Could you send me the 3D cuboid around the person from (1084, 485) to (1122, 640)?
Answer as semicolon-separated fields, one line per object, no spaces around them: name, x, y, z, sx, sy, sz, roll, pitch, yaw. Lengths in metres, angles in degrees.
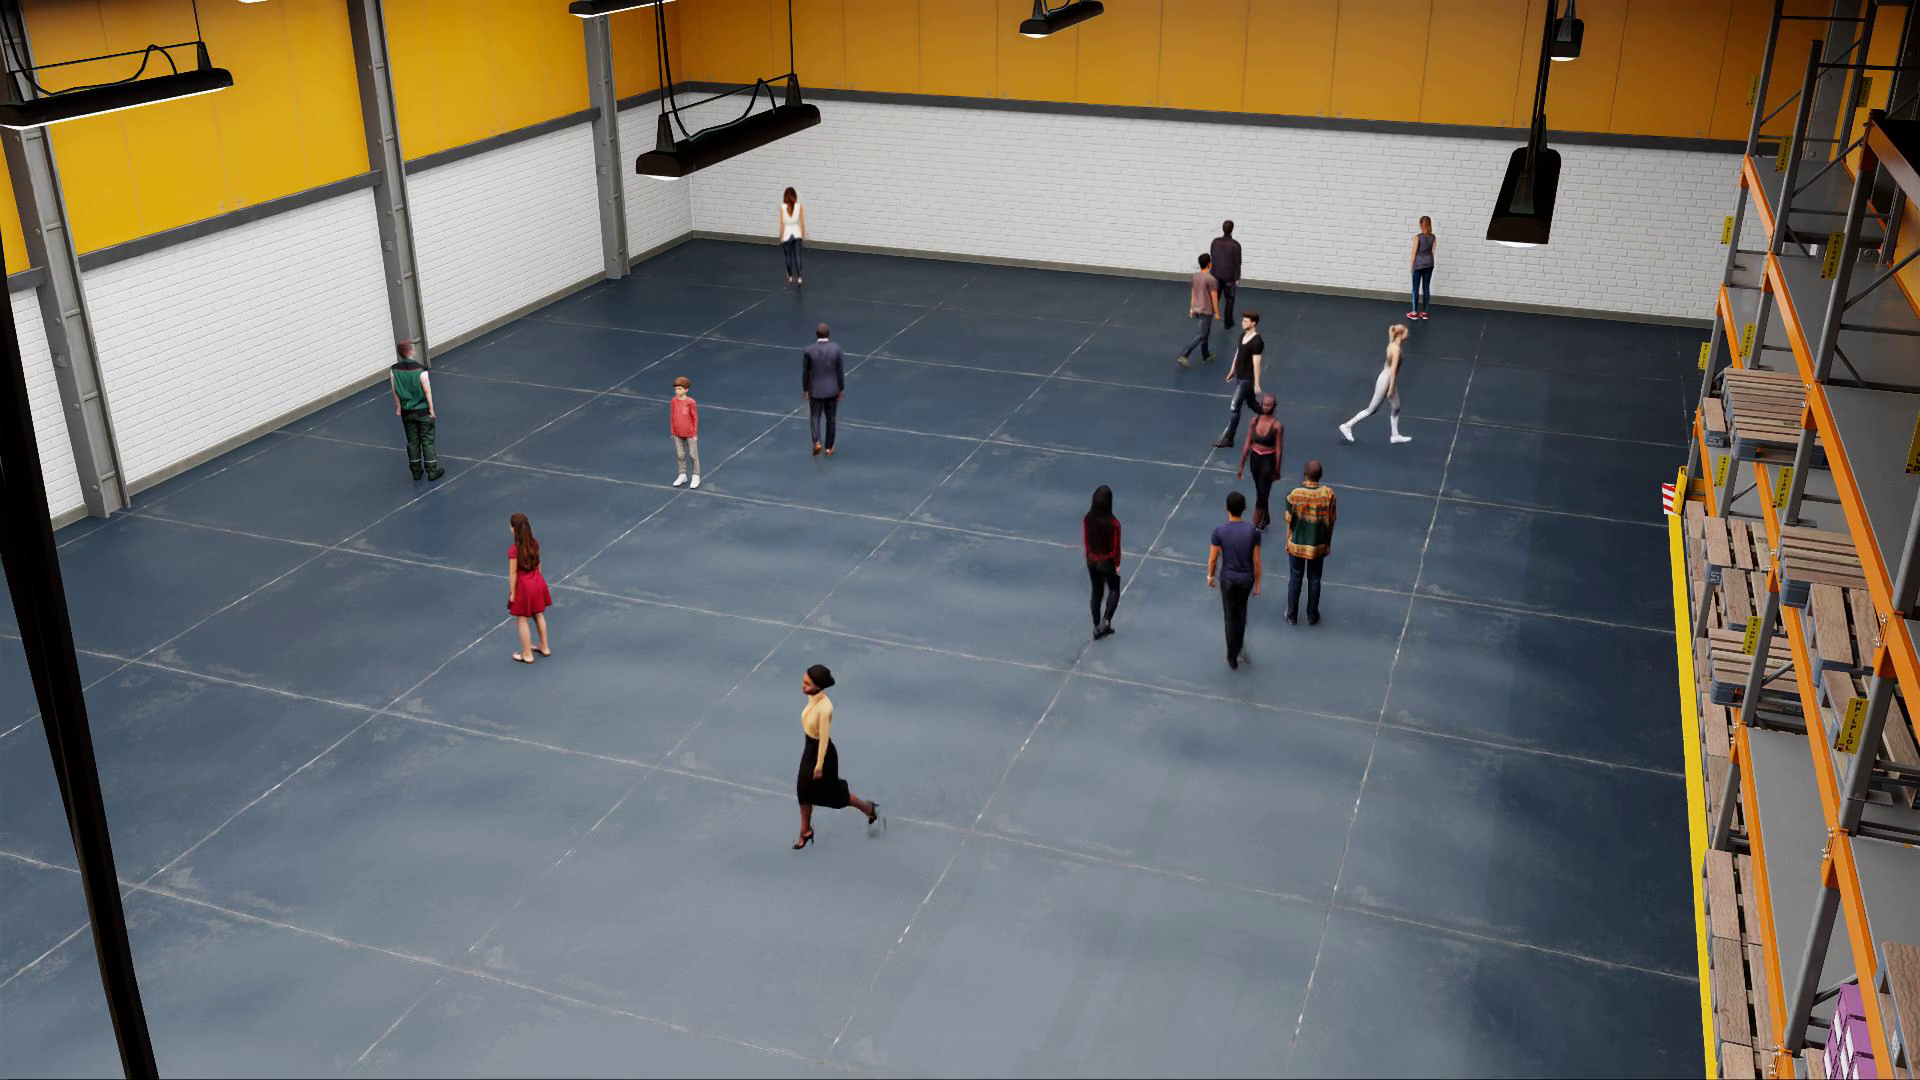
person;1.410;0.264;16.876;0.650;1.646;0.612;16;28;31

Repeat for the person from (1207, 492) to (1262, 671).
person;2.722;0.448;16.314;0.807;1.758;0.915;1;24;1

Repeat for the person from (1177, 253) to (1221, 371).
person;3.627;-3.439;25.217;1.194;1.750;1.066;-14;27;-29

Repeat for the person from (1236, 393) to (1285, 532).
person;3.583;-0.888;19.414;0.826;1.724;1.154;18;29;35

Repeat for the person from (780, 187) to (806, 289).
person;-2.964;-5.355;29.591;1.015;1.756;1.180;-6;24;-13

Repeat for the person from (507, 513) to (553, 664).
person;-4.294;0.466;16.538;0.689;1.546;0.615;15;28;31

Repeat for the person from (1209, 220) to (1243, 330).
person;4.251;-4.258;27.006;0.845;1.818;1.099;13;27;28

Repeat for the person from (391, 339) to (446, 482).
person;-6.872;-1.651;21.012;0.698;1.841;0.655;2;24;5

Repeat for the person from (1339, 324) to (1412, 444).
person;5.583;-2.054;22.170;0.779;1.651;1.162;4;24;10

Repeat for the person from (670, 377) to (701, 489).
person;-3.450;-1.364;20.887;0.518;1.416;0.486;8;25;17

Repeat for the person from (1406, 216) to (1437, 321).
person;7.728;-4.557;27.806;0.648;1.725;0.688;-4;24;-9

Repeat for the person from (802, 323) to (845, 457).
person;-1.762;-1.914;21.653;0.844;1.810;0.905;-1;24;-3

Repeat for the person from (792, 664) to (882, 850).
person;-1.044;1.766;13.463;1.059;1.626;0.979;-12;26;-25

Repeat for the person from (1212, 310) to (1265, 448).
person;3.902;-2.142;22.108;1.160;1.863;1.257;-4;24;-10

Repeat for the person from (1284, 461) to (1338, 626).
person;3.602;0.027;17.215;0.759;1.808;0.740;3;24;6
